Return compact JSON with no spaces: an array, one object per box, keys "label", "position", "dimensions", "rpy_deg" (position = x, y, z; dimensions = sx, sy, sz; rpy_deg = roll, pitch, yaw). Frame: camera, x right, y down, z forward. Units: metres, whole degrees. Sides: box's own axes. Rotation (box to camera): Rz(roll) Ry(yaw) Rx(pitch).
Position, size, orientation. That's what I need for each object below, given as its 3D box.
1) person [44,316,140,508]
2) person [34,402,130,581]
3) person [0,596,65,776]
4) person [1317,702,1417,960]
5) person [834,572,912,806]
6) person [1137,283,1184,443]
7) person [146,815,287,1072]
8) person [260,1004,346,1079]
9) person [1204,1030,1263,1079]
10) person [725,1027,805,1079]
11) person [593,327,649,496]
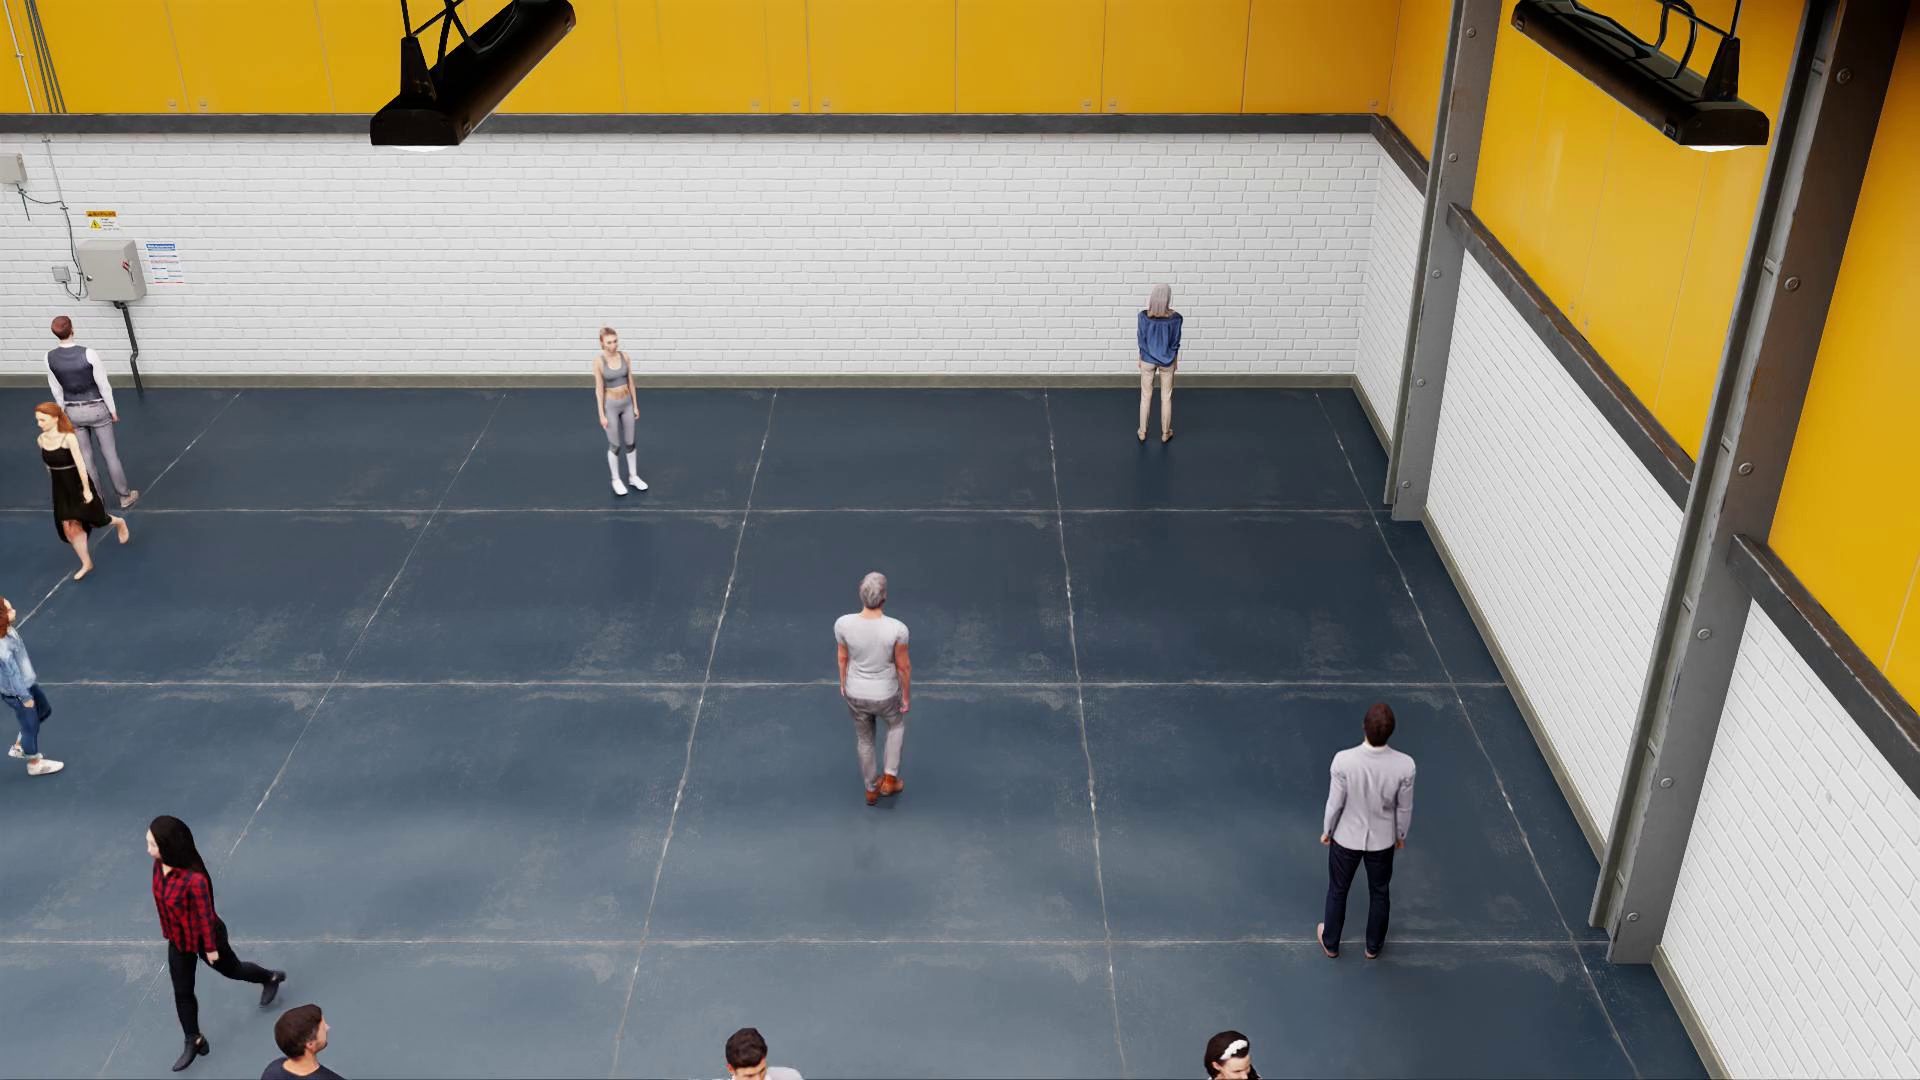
[{"label":"person","position":[-8.218,-1.205,15.650],"dimensions":[0.701,1.938,0.640],"rpy_deg":[-6,29,-11]},{"label":"person","position":[-7.777,-0.487,14.689],"dimensions":[0.666,1.599,0.961],"rpy_deg":[5,29,8]},{"label":"person","position":[-6.848,1.082,11.953],"dimensions":[0.711,1.465,0.622],"rpy_deg":[-11,31,-20]},{"label":"person","position":[2.488,1.800,10.231],"dimensions":[0.697,1.853,0.600],"rpy_deg":[3,29,5]},{"label":"person","position":[-0.624,1.102,11.548],"dimensions":[0.711,1.817,0.641],"rpy_deg":[4,29,7]},{"label":"person","position":[2.029,-1.820,17.029],"dimensions":[0.641,1.697,0.602],"rpy_deg":[4,29,7]},{"label":"person","position":[-4.343,2.248,9.651],"dimensions":[0.925,1.622,1.121],"rpy_deg":[15,32,26]},{"label":"person","position":[-3.035,3.005,8.005],"dimensions":[0.710,1.868,0.687],"rpy_deg":[12,31,21]},{"label":"person","position":[1.228,3.056,7.965],"dimensions":[0.857,1.818,0.912],"rpy_deg":[-22,35,-34]},{"label":"person","position":[-1.017,3.004,7.965],"dimensions":[0.857,1.908,0.855],"rpy_deg":[-17,33,-28]},{"label":"person","position":[-3.299,-1.259,15.995],"dimensions":[0.655,1.703,0.704],"rpy_deg":[-22,35,-34]}]
